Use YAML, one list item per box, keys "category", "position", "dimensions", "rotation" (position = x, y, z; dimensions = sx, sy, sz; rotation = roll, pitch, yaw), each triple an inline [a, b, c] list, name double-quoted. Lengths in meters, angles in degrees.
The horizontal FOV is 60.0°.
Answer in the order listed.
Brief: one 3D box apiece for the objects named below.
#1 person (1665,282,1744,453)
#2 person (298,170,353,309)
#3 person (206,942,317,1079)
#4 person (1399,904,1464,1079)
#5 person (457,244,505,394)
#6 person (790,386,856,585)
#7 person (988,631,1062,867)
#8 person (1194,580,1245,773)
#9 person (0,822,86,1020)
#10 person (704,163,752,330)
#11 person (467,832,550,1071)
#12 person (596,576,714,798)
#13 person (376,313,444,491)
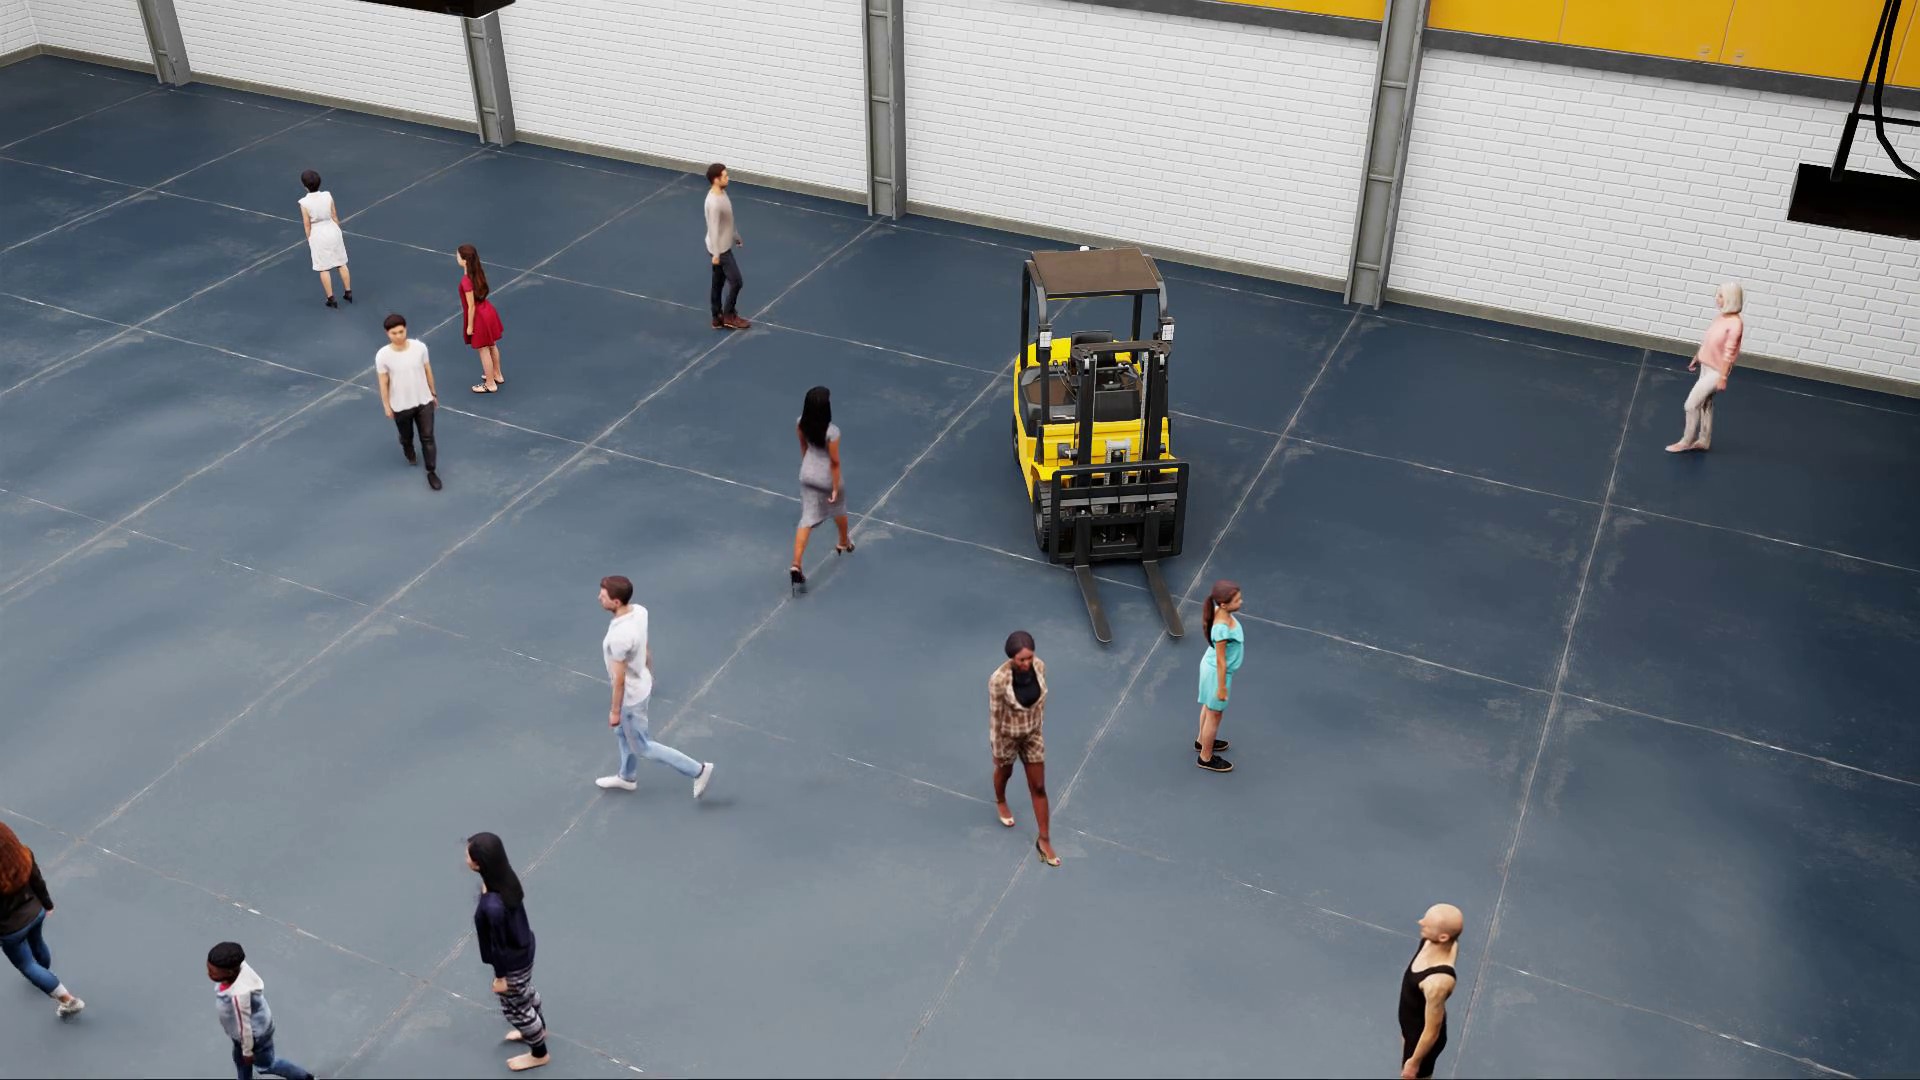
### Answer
- category: "person"
  position: [7.088, -1.582, 15.450]
  dimensions: [0.793, 1.714, 0.742]
  rotation: [2, 34, 2]
- category: "person"
  position: [-6.935, -3.298, 18.178]
  dimensions: [0.635, 1.552, 0.645]
  rotation: [-25, 41, -33]
- category: "person"
  position: [-3.967, 2.725, 9.390]
  dimensions: [0.809, 1.250, 0.779]
  rotation: [-16, 37, -22]
- category: "person"
  position: [2.512, 2.642, 9.003]
  dimensions: [0.588, 1.815, 0.680]
  rotation: [7, 34, 11]
- category: "person"
  position: [-4.781, -2.221, 16.556]
  dimensions: [0.679, 1.554, 0.617]
  rotation: [4, 34, 7]
- category: "person"
  position: [-1.208, -0.419, 13.676]
  dimensions: [1.030, 1.742, 0.670]
  rotation: [15, 37, 22]
- category: "person"
  position: [0.336, 1.283, 11.103]
  dimensions: [0.998, 1.755, 1.102]
  rotation: [-15, 36, -21]
- category: "person"
  position: [1.830, 0.936, 11.803]
  dimensions: [0.633, 1.557, 0.617]
  rotation: [3, 34, 5]
- category: "person"
  position: [-5.567, 2.269, 9.881]
  dimensions: [0.855, 1.466, 0.604]
  rotation: [12, 35, 17]
- category: "person"
  position: [-2.616, -3.085, 17.587]
  dimensions: [0.818, 1.851, 0.785]
  rotation: [-4, 34, -7]
- category: "person"
  position: [-2.554, 2.354, 9.517]
  dimensions: [0.705, 1.728, 0.692]
  rotation: [-5, 34, -7]
- category: "person"
  position: [-2.149, 1.055, 11.380]
  dimensions: [1.208, 1.828, 0.960]
  rotation: [1, 34, 1]
- category: "person"
  position: [-4.980, -1.305, 15.044]
  dimensions: [0.951, 1.703, 1.063]
  rotation: [-17, 37, -24]
